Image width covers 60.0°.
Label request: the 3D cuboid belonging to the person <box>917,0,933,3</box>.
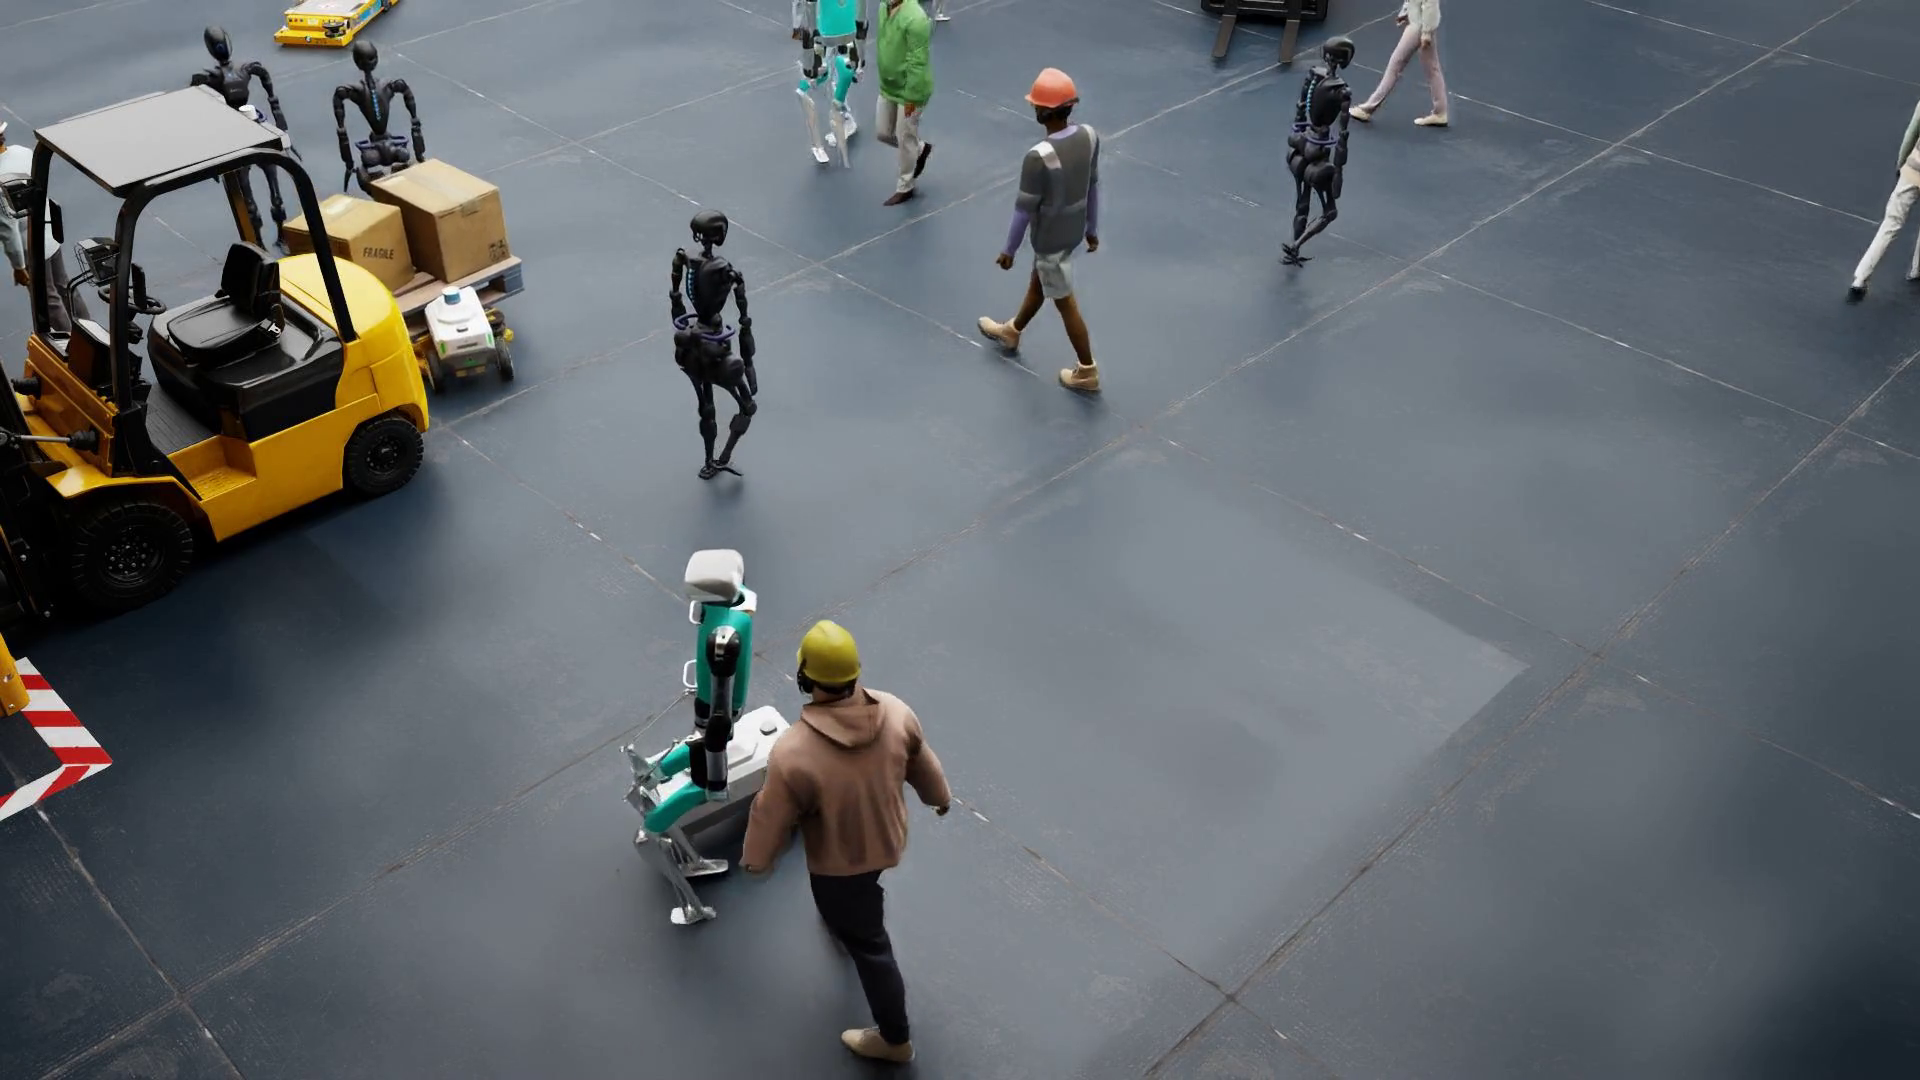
[{"bbox_3d":[-0.461,-6.118,15.793,0.353,1.937,0.633,-13,39,-17],"label":"person"}]

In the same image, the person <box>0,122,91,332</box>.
[{"bbox_3d":[-5.724,-1.819,10.199,0.351,1.745,0.565,-3,37,-4],"label":"person"}]

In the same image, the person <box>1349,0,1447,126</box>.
[{"bbox_3d":[3.627,-4.157,13.343,0.896,1.717,0.543,10,38,13],"label":"person"}]

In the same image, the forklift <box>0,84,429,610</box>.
[{"bbox_3d":[-4.145,-1.093,8.856,2.313,2.155,1.214,-31,47,-34],"label":"forklift"}]

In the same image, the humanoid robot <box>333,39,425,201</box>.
[{"bbox_3d":[-3.925,-2.586,11.323,0.589,1.617,0.760,-15,39,-20],"label":"humanoid robot"}]

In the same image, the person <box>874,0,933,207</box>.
[{"bbox_3d":[-0.391,-3.346,12.232,0.504,1.765,0.538,-28,45,-32],"label":"person"}]

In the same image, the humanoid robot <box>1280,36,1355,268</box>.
[{"bbox_3d":[2.404,-2.633,11.349,0.365,1.645,0.610,-15,39,-19],"label":"humanoid robot"}]

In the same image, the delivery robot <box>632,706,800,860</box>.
[{"bbox_3d":[-1.044,1.040,7.360,0.759,0.587,0.505,-23,43,-28],"label":"delivery robot"}]

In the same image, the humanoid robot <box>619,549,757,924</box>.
[{"bbox_3d":[-1.138,0.811,6.674,0.739,1.778,0.538,-2,37,-3],"label":"humanoid robot"}]

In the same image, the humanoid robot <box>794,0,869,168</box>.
[{"bbox_3d":[-1.034,-3.645,12.722,0.552,1.867,0.767,-20,41,-24],"label":"humanoid robot"}]

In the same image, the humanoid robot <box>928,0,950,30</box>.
[{"bbox_3d":[-0.261,-5.542,15.284,0.789,1.878,0.540,3,37,4],"label":"humanoid robot"}]

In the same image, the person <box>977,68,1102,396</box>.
[{"bbox_3d":[0.515,-1.876,10.073,1.033,1.983,0.629,26,44,30],"label":"person"}]

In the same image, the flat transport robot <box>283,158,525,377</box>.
[{"bbox_3d":[-3.660,-1.505,11.012,1.431,0.231,0.659,27,45,32],"label":"flat transport robot"}]

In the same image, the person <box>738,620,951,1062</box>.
[{"bbox_3d":[-0.383,1.096,6.264,0.879,1.788,0.807,30,46,34],"label":"person"}]

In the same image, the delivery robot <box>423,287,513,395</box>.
[{"bbox_3d":[-3.159,-1.299,10.506,0.499,0.606,0.808,-15,39,-19],"label":"delivery robot"}]

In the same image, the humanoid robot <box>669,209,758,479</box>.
[{"bbox_3d":[-1.404,-1.059,9.242,0.606,1.646,0.365,23,42,27],"label":"humanoid robot"}]

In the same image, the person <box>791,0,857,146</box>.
[{"bbox_3d":[-1.118,-4.068,13.100,0.640,1.870,0.519,31,46,34],"label":"person"}]

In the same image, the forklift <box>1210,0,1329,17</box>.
[{"bbox_3d":[3.106,-6.400,15.960,1.214,2.155,2.313,8,37,10],"label":"forklift"}]

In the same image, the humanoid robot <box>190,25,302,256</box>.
[{"bbox_3d":[-4.889,-2.731,11.476,0.597,1.652,0.369,-22,42,-26],"label":"humanoid robot"}]

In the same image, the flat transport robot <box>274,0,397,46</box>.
[{"bbox_3d":[-5.852,-5.005,15.697,0.659,0.231,1.431,4,37,6],"label":"flat transport robot"}]

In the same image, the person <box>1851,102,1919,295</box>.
[{"bbox_3d":[6.448,-2.396,11.091,0.871,1.596,0.525,-27,45,-31],"label":"person"}]
